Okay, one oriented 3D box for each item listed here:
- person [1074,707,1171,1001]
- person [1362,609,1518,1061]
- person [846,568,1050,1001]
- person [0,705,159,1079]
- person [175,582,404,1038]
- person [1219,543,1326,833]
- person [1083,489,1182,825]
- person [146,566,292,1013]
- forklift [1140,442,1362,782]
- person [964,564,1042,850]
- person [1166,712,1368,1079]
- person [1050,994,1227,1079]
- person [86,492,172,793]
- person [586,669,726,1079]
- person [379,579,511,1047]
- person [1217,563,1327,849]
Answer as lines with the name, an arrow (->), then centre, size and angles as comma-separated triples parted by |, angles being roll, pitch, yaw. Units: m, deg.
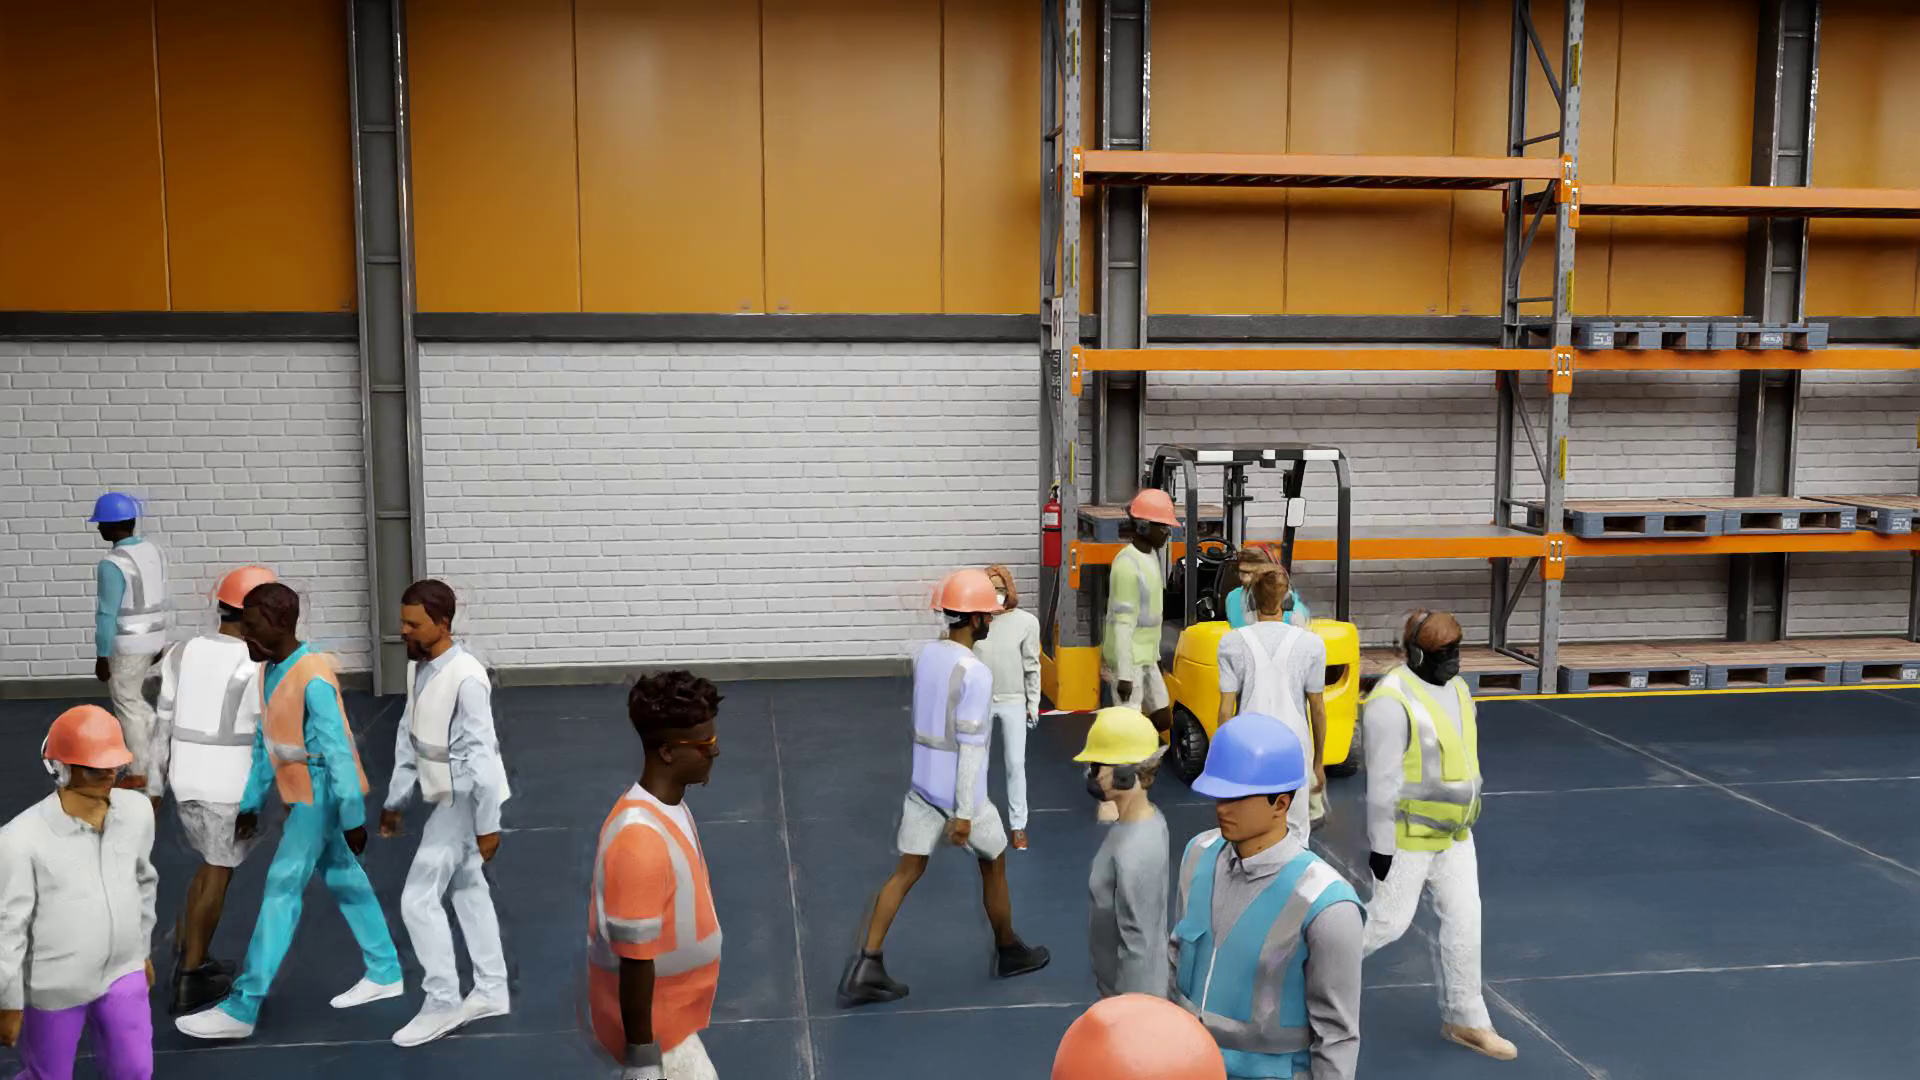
person -> 0.497, 1.386, 5.016 | 0.310, 1.764, 0.578 | 1, 7, 9
person -> 1.815, 1.155, 6.773 | 0.636, 1.809, 0.863 | -6, 9, -43
person -> -0.079, 1.063, 7.279 | 1.018, 1.885, 0.548 | -5, 8, -38
person -> -2.903, 1.356, 5.377 | 0.779, 1.721, 0.584 | 3, 7, 27
person -> -2.795, 1.105, 6.893 | 1.002, 1.861, 0.602 | -5, 8, -36
person -> 1.759, 0.882, 9.354 | 1.050, 1.761, 0.573 | -6, 9, -41
person -> 1.017, 0.696, 9.863 | 0.598, 2.011, 0.620 | 2, 7, 20
person -> -3.187, 1.061, 7.192 | 0.581, 1.883, 0.597 | 2, 7, 17
forklift -> 1.912, 0.418, 11.496 | 1.214, 2.155, 2.313 | -1, 7, -8
person -> 0.208, 0.940, 9.398 | 0.504, 1.627, 0.276 | 0, 7, 4
person -> 0.722, 1.381, 4.131 | 0.383, 1.949, 0.605 | -5, 8, -35
person -> 0.256, 1.587, 2.375 | 0.361, 1.935, 0.553 | -5, 8, -38
person -> -5.283, 0.656, 10.563 | 0.440, 1.927, 0.625 | 0, 7, 0
person -> -0.812, 1.320, 4.632 | 0.420, 1.948, 0.633 | -1, 7, -5
person -> -2.161, 1.099, 6.810 | 0.675, 1.891, 0.611 | -4, 8, -30
person -> 1.440, 1.026, 7.719 | 0.506, 1.839, 0.344 | 1, 7, 10
